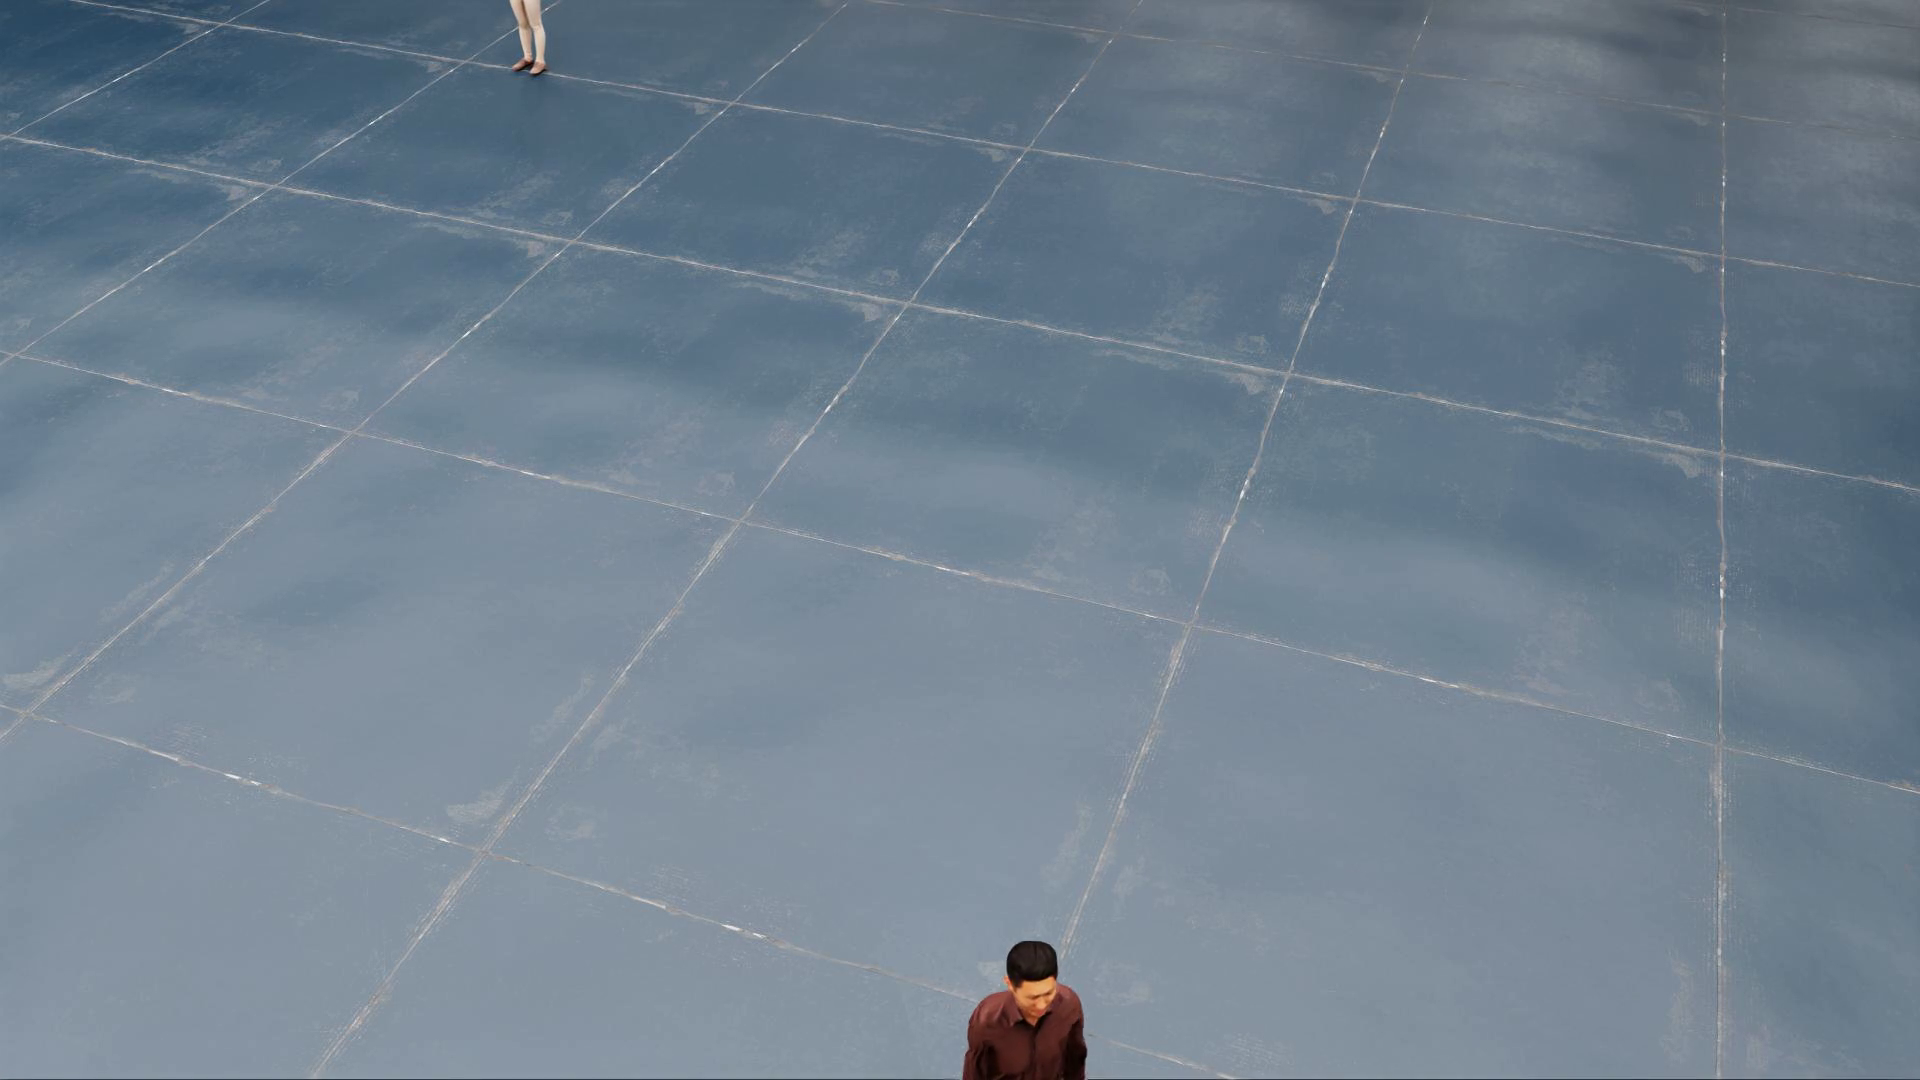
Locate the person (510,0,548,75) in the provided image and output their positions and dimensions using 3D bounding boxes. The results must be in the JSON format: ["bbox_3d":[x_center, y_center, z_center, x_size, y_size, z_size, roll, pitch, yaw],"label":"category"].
[{"bbox_3d":[-4.260,-5.424,16.251,0.634,1.651,0.574,13,40,16],"label":"person"}]

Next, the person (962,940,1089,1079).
[{"bbox_3d":[0.202,2.113,6.521,0.876,1.771,0.941,-11,39,-13],"label":"person"}]
